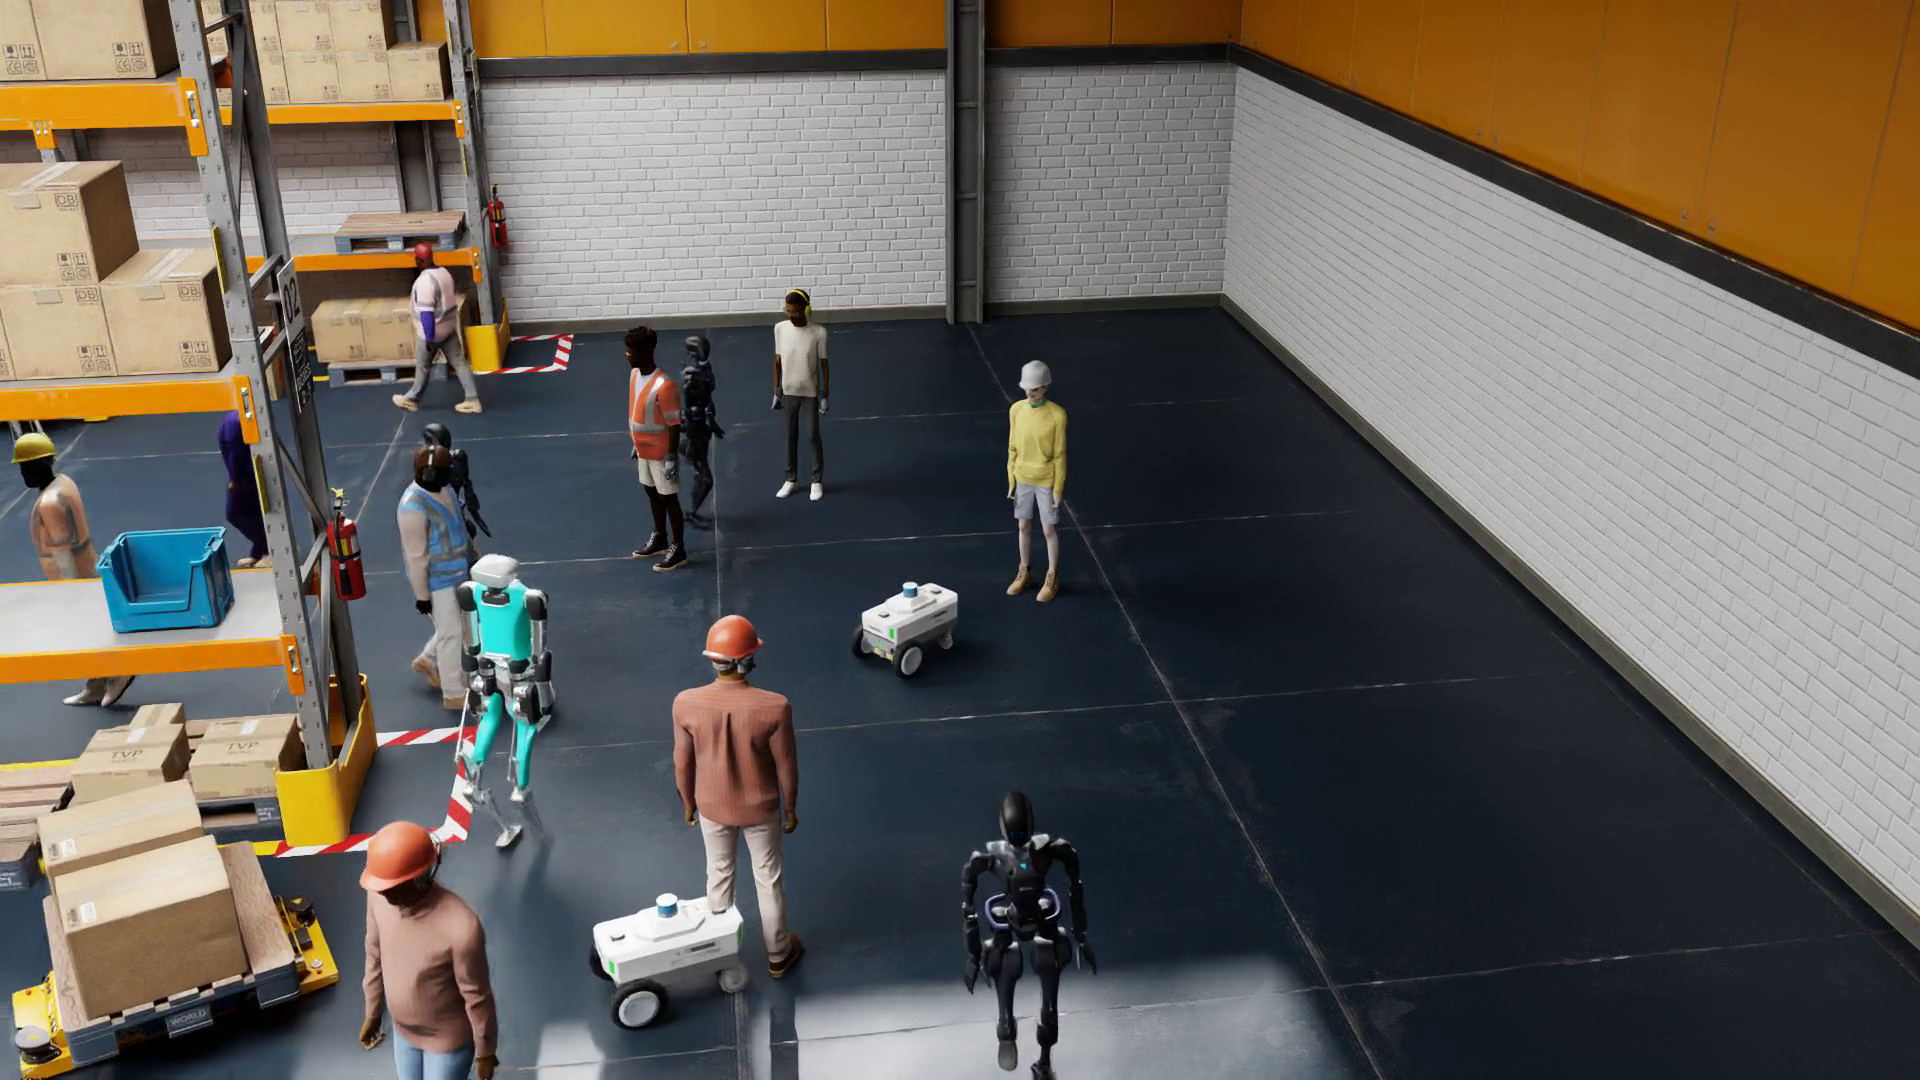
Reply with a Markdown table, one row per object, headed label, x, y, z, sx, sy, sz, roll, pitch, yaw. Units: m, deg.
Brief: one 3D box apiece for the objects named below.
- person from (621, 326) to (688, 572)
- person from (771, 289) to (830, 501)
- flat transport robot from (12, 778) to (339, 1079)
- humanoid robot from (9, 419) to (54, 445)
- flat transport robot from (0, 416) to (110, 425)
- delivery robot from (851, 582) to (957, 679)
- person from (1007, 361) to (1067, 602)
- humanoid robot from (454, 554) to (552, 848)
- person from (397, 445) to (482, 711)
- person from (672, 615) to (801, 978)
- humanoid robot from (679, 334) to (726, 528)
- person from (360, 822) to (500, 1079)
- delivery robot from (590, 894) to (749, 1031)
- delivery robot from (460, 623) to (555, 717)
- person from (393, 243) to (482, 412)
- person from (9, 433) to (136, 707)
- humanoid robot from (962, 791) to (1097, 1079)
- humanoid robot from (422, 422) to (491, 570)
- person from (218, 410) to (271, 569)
| label | x | y | z | sx | sy | sz | roll | pitch | yaw |
| --- | --- | --- | --- | --- | --- | --- | --- | --- | --- |
| person | -2.375 | -0.714 | 12.916 | 0.362 | 1.962 | 0.611 | -17 | 29 | -34 |
| person | -1.362 | -1.243 | 14.246 | 0.517 | 1.865 | 0.327 | 5 | 24 | 12 |
| flat transport robot | -3.935 | 2.214 | 8.351 | 1.431 | 0.231 | 0.659 | -14 | 27 | -28 |
| humanoid robot | -8.859 | -1.715 | 15.555 | 0.652 | 1.865 | 0.540 | 11 | 26 | 23 |
| flat transport robot | -9.096 | -1.334 | 16.436 | 1.431 | 0.231 | 0.659 | -3 | 24 | -8 |
| delivery robot | -0.369 | 0.586 | 11.697 | 0.525 | 0.587 | 0.751 | 21 | 31 | 39 |
| person | 0.571 | -0.445 | 12.412 | 0.481 | 1.883 | 0.413 | 12 | 26 | 25 |
| humanoid robot | -2.591 | 1.009 | 9.328 | 0.552 | 1.838 | 0.663 | 5 | 24 | 11 |
| person | -3.448 | 0.232 | 10.942 | 0.556 | 1.818 | 0.637 | 0 | 24 | 1 |
| person | -1.099 | 1.298 | 8.299 | 0.610 | 1.991 | 0.389 | 2 | 24 | 4 |
| humanoid robot | -2.167 | -0.904 | 13.712 | 0.350 | 1.646 | 0.593 | 5 | 24 | 11 |
| person | -2.140 | 1.967 | 6.802 | 0.630 | 1.969 | 0.694 | 15 | 28 | 31 |
| delivery robot | -1.479 | 2.068 | 8.353 | 0.803 | 0.614 | 0.499 | -10 | 26 | -22 |
| delivery robot | -3.069 | 0.813 | 11.207 | 0.499 | 0.609 | 0.805 | -21 | 31 | -39 |
| person | -5.186 | -2.072 | 16.328 | 0.926 | 1.701 | 0.642 | 6 | 24 | 13 |
| person | -5.840 | 0.215 | 10.872 | 0.423 | 1.903 | 0.581 | -7 | 25 | -15 |
| humanoid robot | 0.313 | 1.814 | 7.520 | 0.622 | 1.642 | 0.364 | -3 | 24 | -7 |
| humanoid robot | -3.614 | -0.077 | 11.822 | 0.310 | 1.649 | 0.608 | 10 | 26 | 22 |
| person | -5.538 | -0.513 | 12.921 | 0.364 | 1.590 | 0.499 | -3 | 24 | -8 |
